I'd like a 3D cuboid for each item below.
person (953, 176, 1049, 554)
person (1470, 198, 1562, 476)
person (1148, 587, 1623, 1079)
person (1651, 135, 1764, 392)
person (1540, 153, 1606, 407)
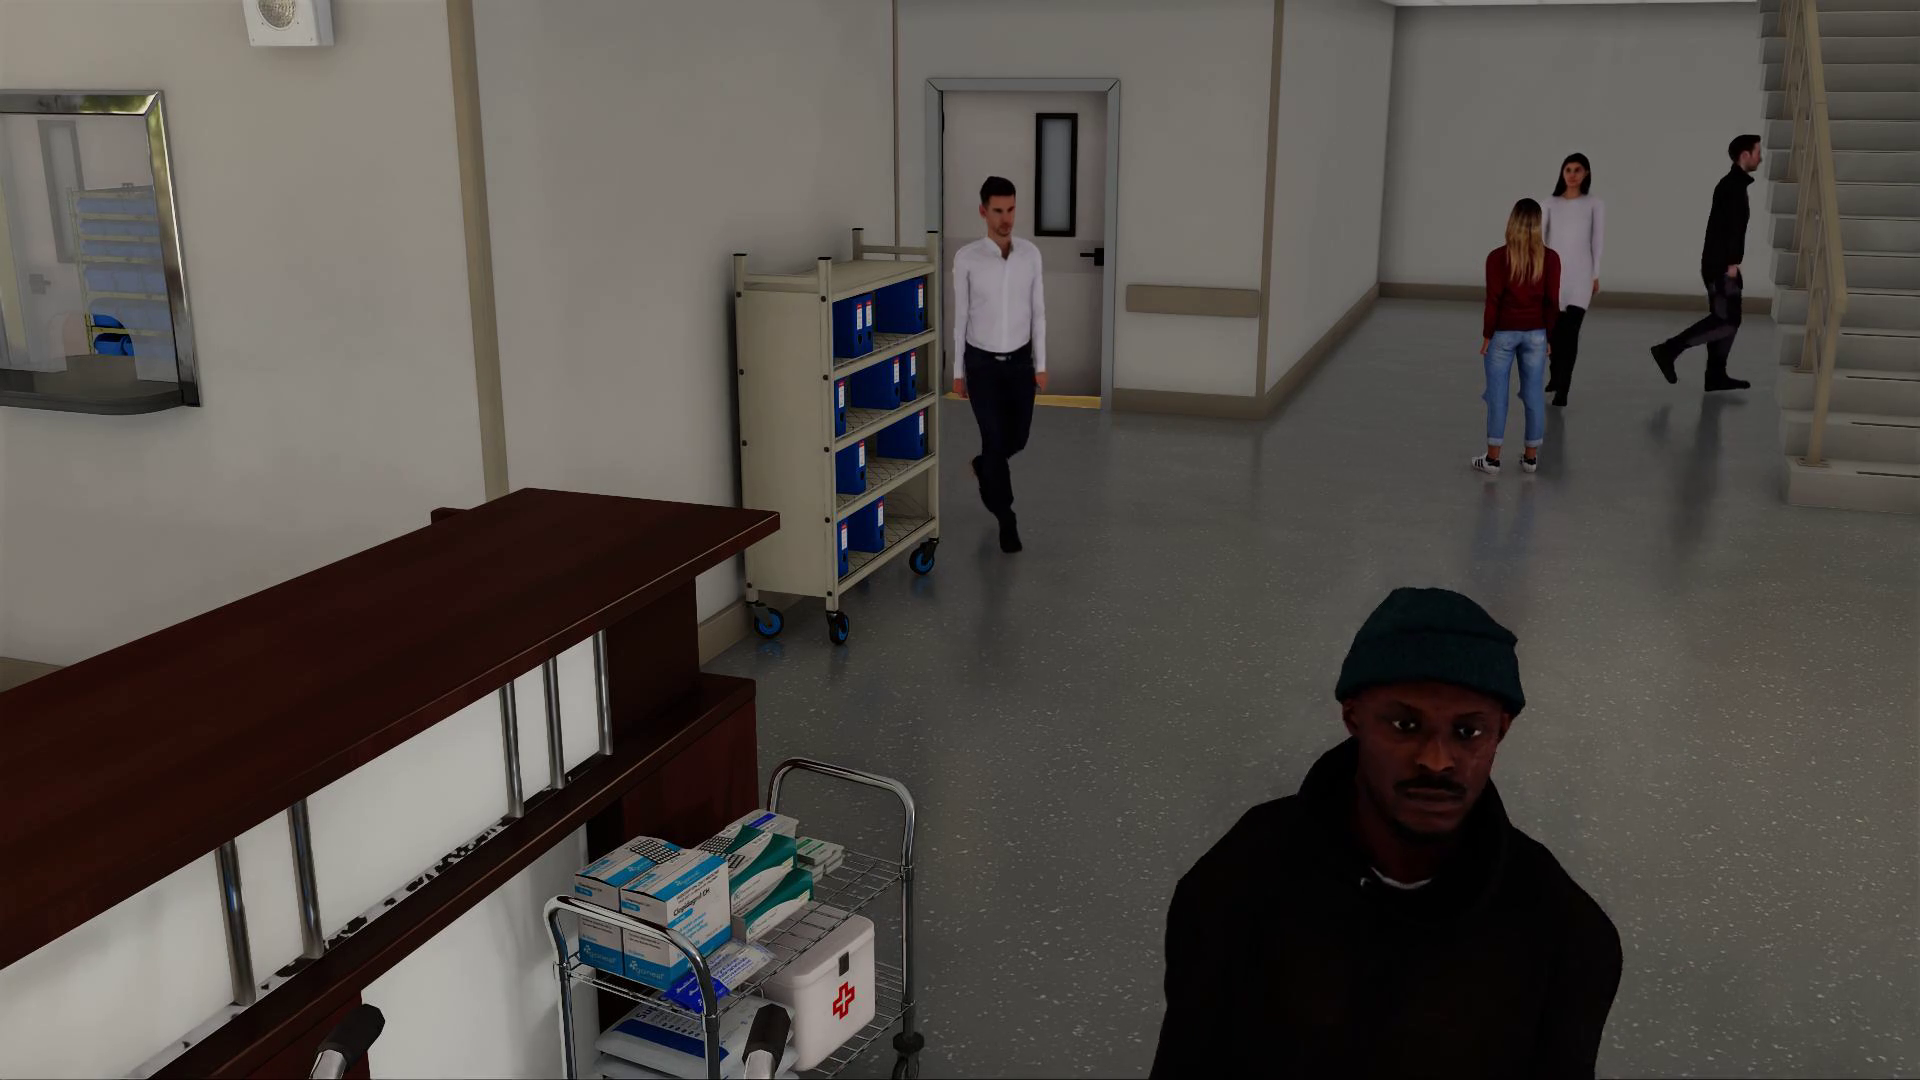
[{"bbox_3d":[0.167,-0.897,8.441,1.056,1.831,1.234,-4,16,-15],"label":"person"},{"bbox_3d":[3.323,-1.215,9.930,0.668,1.634,0.644,-1,16,-3],"label":"person"},{"bbox_3d":[0.517,0.902,2.164,0.675,1.774,1.234,6,17,20],"label":"person"},{"bbox_3d":[5.574,-2.021,12.313,0.753,1.893,0.901,5,16,17],"label":"person"},{"bbox_3d":[4.385,-1.852,11.967,0.671,1.756,1.112,7,17,25],"label":"person"}]
